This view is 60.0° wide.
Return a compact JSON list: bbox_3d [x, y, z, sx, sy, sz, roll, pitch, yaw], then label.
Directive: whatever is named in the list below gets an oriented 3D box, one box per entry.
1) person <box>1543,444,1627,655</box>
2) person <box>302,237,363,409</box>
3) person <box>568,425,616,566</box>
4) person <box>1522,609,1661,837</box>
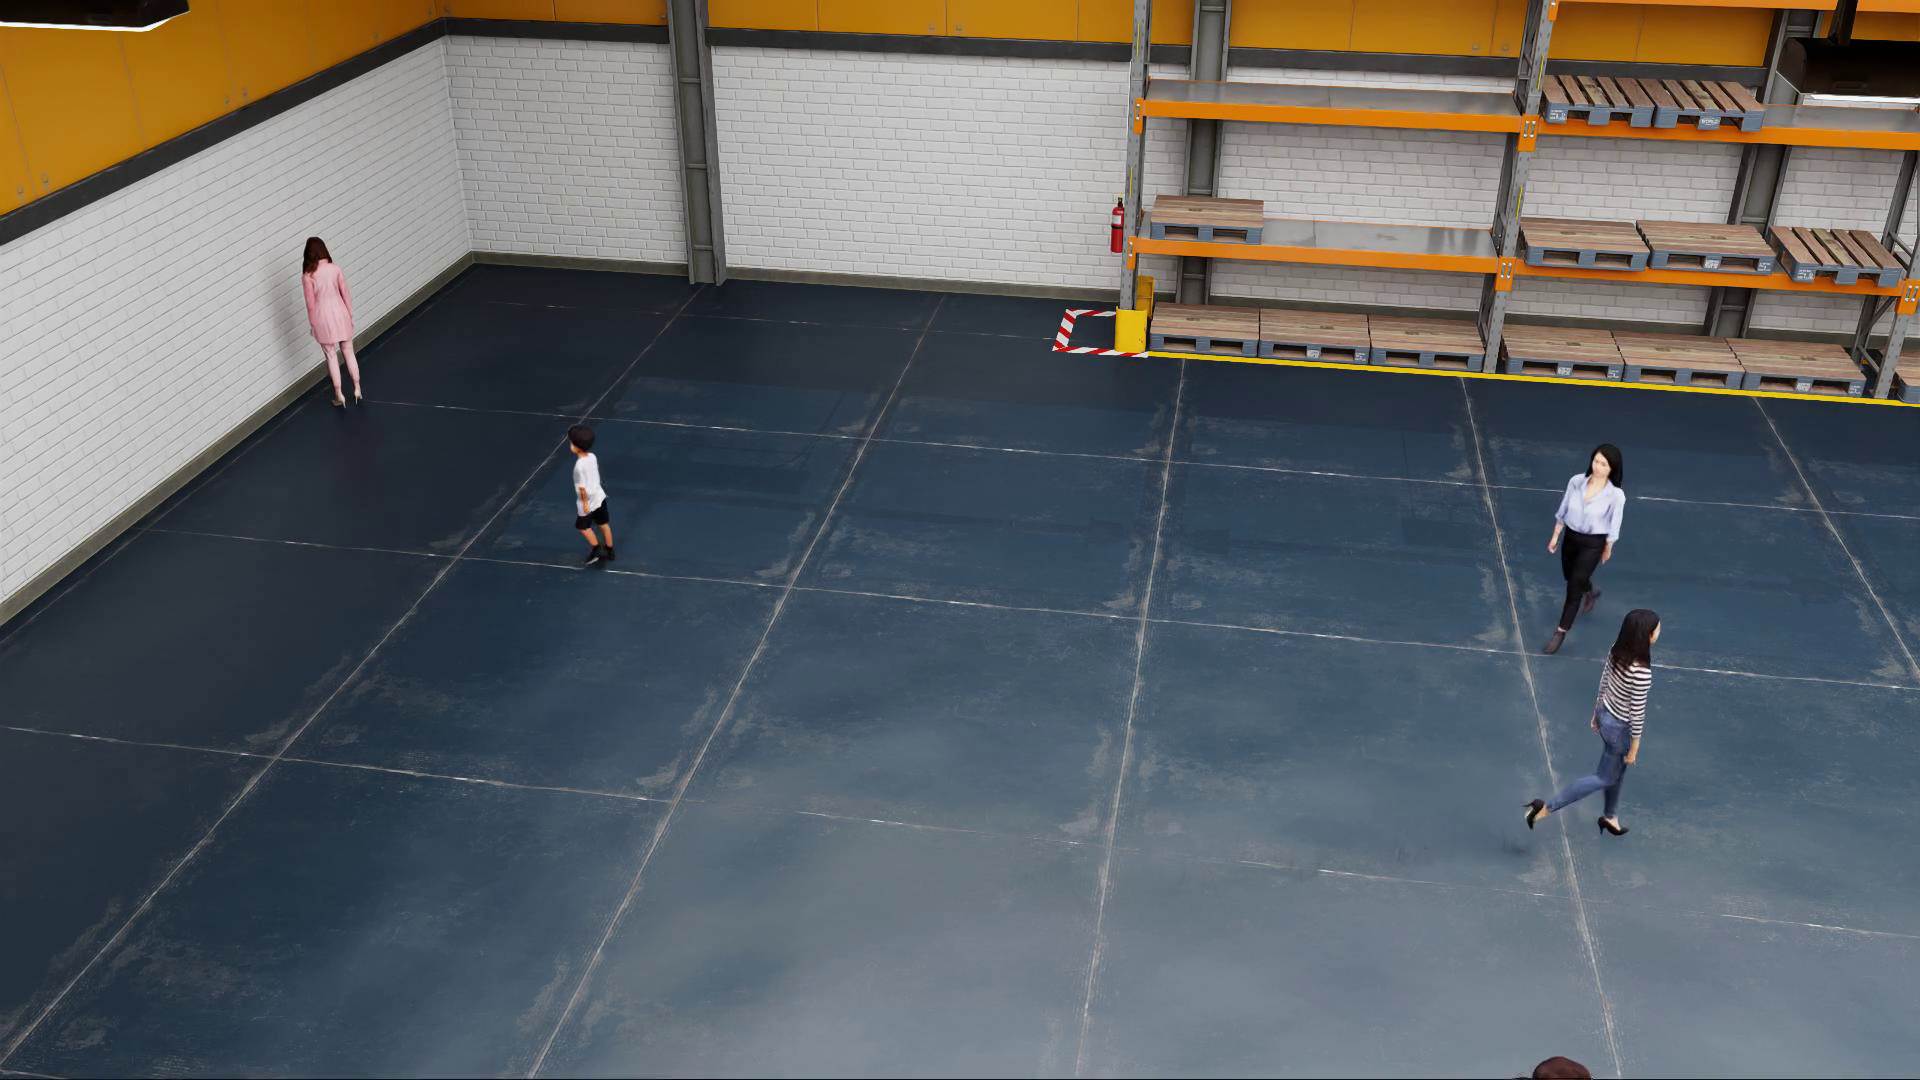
[{"bbox_3d":[4.906,0.023,12.984,1.129,1.715,1.120,-22,35,-34],"label":"person"},{"bbox_3d":[-6.425,-2.224,17.011,0.681,1.802,0.737,-19,34,-31],"label":"person"},{"bbox_3d":[-3.127,-0.372,14.201,0.542,1.243,0.532,8,30,14],"label":"person"},{"bbox_3d":[4.120,1.245,10.683,1.114,1.773,0.808,-4,29,-7],"label":"person"}]
